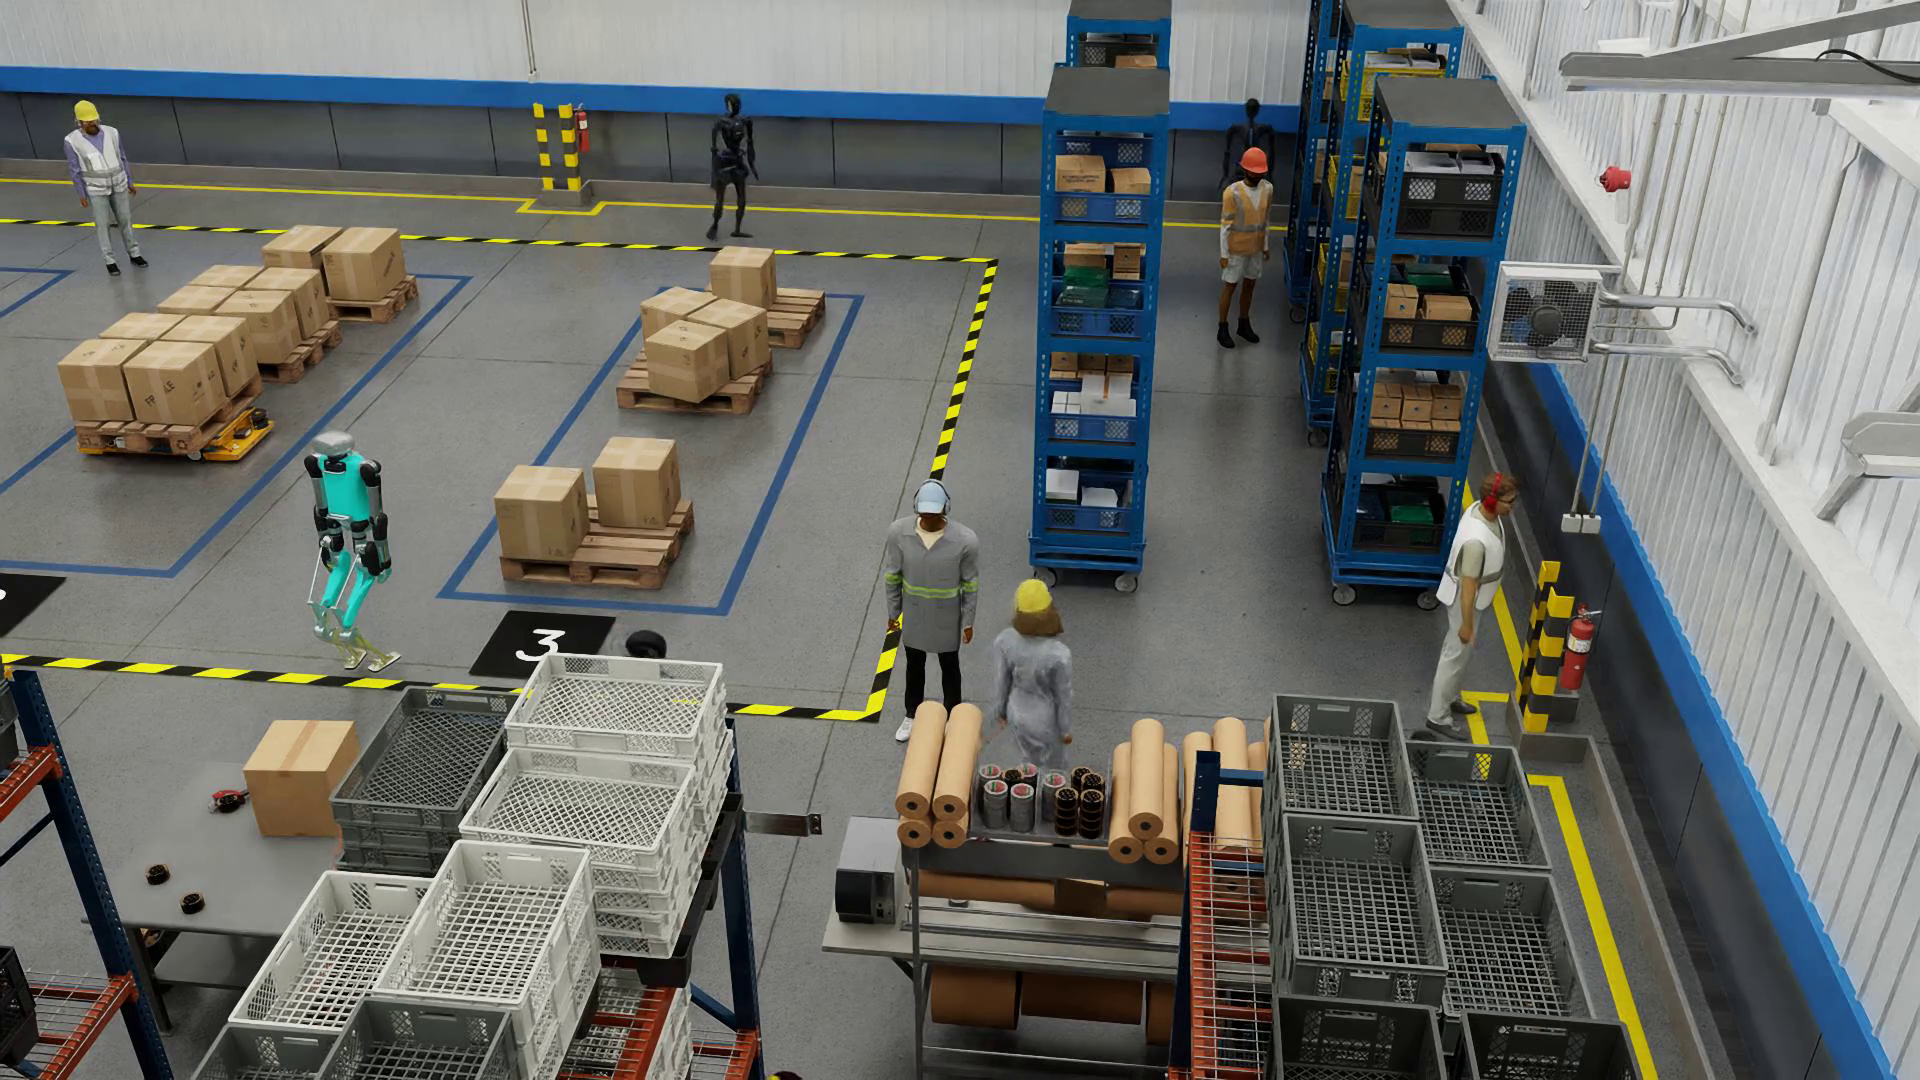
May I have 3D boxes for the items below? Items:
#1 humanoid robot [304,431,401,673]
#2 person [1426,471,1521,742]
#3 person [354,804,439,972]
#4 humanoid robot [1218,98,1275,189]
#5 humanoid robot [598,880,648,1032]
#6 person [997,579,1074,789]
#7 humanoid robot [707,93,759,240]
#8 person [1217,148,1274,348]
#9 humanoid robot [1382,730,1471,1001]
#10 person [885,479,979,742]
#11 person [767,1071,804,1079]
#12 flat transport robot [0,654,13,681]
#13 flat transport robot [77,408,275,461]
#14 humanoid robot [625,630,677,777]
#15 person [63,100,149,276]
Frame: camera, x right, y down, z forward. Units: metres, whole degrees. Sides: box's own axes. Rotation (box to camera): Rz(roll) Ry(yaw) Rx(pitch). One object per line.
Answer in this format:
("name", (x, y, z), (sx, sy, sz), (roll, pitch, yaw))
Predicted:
("humanoid robot", (-4.049, 0.155, 10.818), (0.533, 1.673, 0.735), (9, 31, 15))
("person", (3.186, 0.384, 10.448), (0.372, 1.840, 0.568), (11, 32, 19))
("person", (-2.457, 1.969, 7.554), (0.493, 2.017, 0.595), (19, 35, 30))
("humanoid robot", (3.150, -4.015, 18.214), (0.602, 1.625, 0.783), (3, 30, 5))
("humanoid robot", (-1.761, 1.904, 8.027), (0.608, 1.635, 0.593), (3, 30, 6))
("person", (0.400, 1.021, 9.481), (0.493, 1.702, 0.574), (23, 37, 34))
("humanoid robot", (-2.553, -4.131, 18.373), (0.620, 1.647, 0.453), (-23, 37, -34))
("person", (2.721, -2.774, 15.780), (0.551, 1.935, 0.362), (-14, 33, -22))
("humanoid robot", (2.294, 1.706, 8.405), (0.616, 1.648, 0.700), (-1, 30, -2))
("person", (-0.181, 0.457, 10.315), (0.588, 1.852, 0.371), (6, 31, 10))
("person", (-0.627, 2.729, 6.395), (0.509, 1.871, 0.328), (21, 36, 31))
("flat transport robot", (-7.142, 0.969, 11.010), (1.431, 0.231, 0.659), (3, 30, 6))
("flat transport robot", (-6.728, -0.944, 14.268), (1.431, 0.197, 0.652), (3, 30, 6))
("humanoid robot", (-1.764, 1.179, 9.269), (0.607, 1.639, 0.600), (-2, 30, -3))
("person", (-8.984, -3.715, 17.499), (0.404, 1.830, 0.602), (24, 38, 35))
